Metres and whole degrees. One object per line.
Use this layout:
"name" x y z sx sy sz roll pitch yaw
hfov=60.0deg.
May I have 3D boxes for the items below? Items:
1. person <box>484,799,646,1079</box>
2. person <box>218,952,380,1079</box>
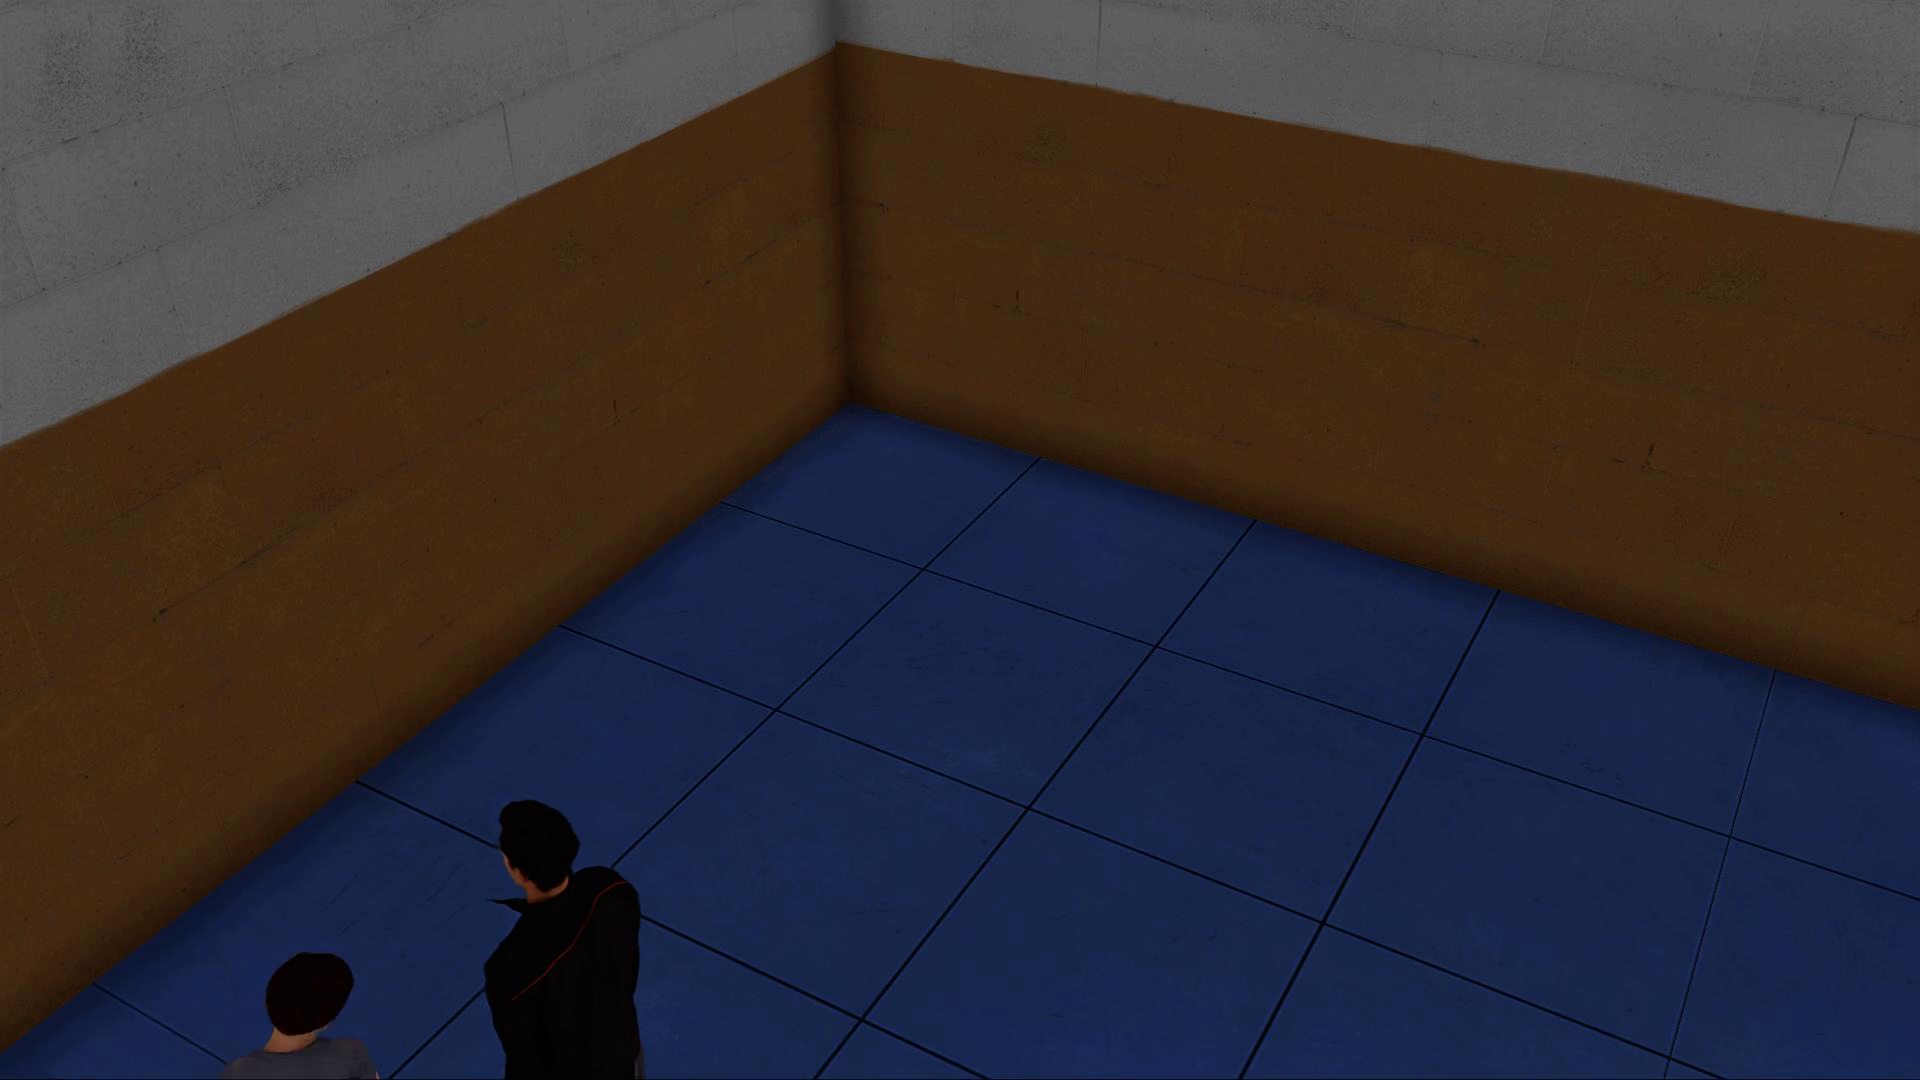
"person" -1.117 1.521 4.912 0.760 1.946 0.527 16 37 22
"person" -1.803 1.877 4.669 0.944 1.609 0.967 -17 37 -24
